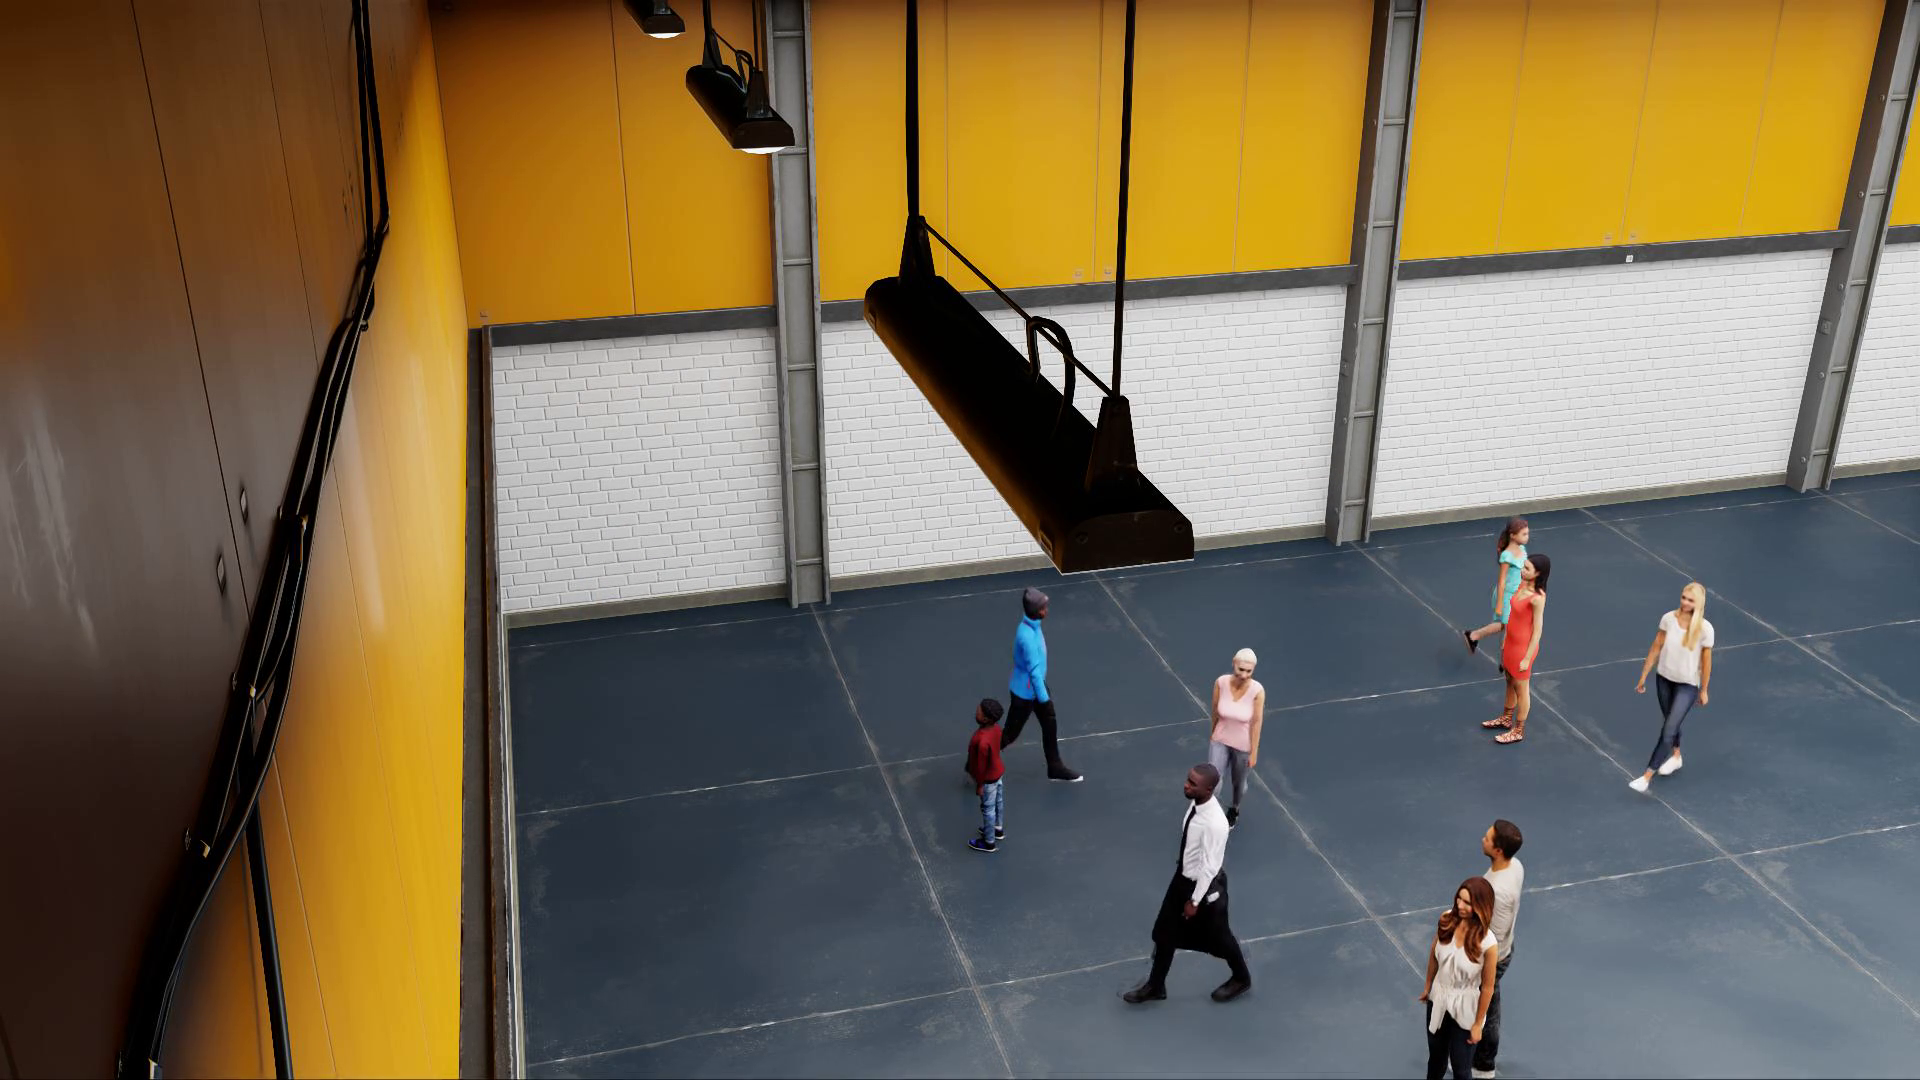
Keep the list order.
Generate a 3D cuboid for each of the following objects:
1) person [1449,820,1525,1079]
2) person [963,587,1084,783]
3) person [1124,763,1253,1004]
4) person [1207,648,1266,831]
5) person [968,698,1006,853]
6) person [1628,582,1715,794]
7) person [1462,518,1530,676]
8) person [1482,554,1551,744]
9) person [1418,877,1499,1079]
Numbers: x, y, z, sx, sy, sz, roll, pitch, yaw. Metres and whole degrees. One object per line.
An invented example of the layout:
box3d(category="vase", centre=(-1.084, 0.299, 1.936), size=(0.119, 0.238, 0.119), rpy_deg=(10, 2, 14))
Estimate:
box3d(category="person", centre=(3.282, 2.519, 10.259), size=(0.752, 1.811, 0.735), rpy_deg=(9, 25, 20))
box3d(category="person", centre=(0.438, 1.223, 13.292), size=(1.259, 1.755, 0.958), rpy_deg=(5, 24, 10))
box3d(category="person", centre=(1.613, 2.275, 10.831), size=(1.085, 1.801, 0.641), rpy_deg=(-6, 24, -13))
box3d(category="person", centre=(2.112, 1.537, 12.673), size=(1.090, 1.677, 1.066), rpy_deg=(11, 26, 23))
box3d(category="person", centre=(0.229, 1.773, 12.661), size=(0.617, 1.254, 0.576), rpy_deg=(8, 25, 17))
box3d(category="person", centre=(5.836, 1.153, 13.427), size=(1.191, 1.776, 0.897), rpy_deg=(-16, 29, -33))
box3d(category="person", centre=(4.957, 0.499, 15.208), size=(0.921, 1.548, 0.908), rpy_deg=(17, 29, 34))
box3d(category="person", centre=(4.753, 0.903, 14.076), size=(0.566, 1.714, 0.609), rpy_deg=(-3, 24, -7))
box3d(category="person", centre=(2.928, 2.743, 9.780), size=(0.626, 1.784, 0.657), rpy_deg=(-14, 27, -30))
